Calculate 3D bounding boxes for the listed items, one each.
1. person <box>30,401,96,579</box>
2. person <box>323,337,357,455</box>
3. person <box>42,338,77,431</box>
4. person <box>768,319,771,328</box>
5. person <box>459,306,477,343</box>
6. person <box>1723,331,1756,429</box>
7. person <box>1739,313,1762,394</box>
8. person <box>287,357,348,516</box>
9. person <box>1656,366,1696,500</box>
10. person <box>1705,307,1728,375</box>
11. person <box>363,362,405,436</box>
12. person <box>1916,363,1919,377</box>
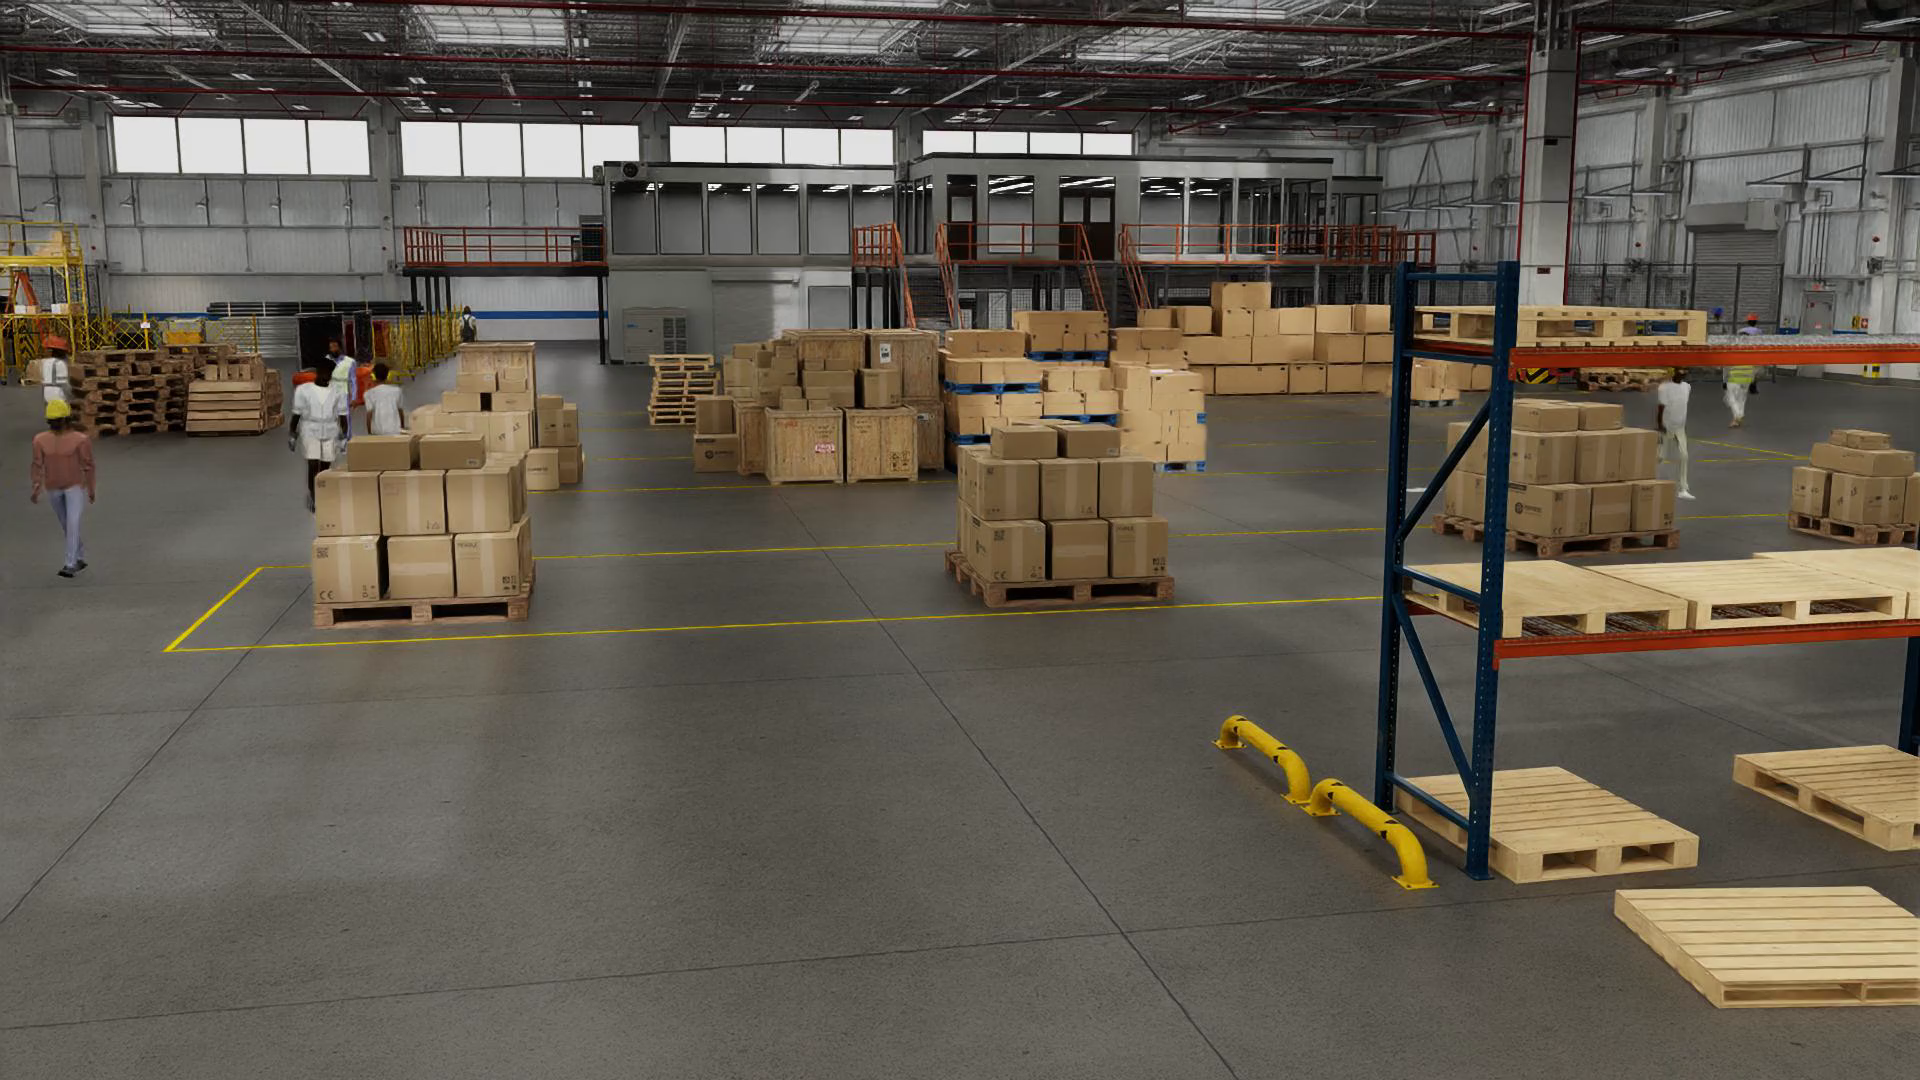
[{"bbox_3d":[-8.706,-0.491,16.143,0.525,1.717,0.920,-1,9,-7],"label":"person"},{"bbox_3d":[-9.934,-2.277,26.509,0.619,1.892,0.735,0,9,-3],"label":"person"},{"bbox_3d":[-13.968,-2.173,25.840,0.843,1.908,0.458,7,12,37],"label":"person"},{"bbox_3d":[-6.804,-7.789,60.169,0.325,1.865,0.516,4,10,25],"label":"person"},{"bbox_3d":[-14.801,-6.123,50.094,0.508,1.847,0.345,0,9,-2],"label":"person"},{"bbox_3d":[14.422,-2.937,30.732,0.628,1.832,0.564,-1,9,-5],"label":"person"},{"bbox_3d":[18.706,-4.398,39.364,0.551,1.905,0.792,8,12,40],"label":"person"},{"bbox_3d":[-7.743,-1.246,20.136,0.692,1.914,0.856,-6,11,-32],"label":"person"},{"bbox_3d":[9.318,-1.479,21.818,0.520,1.834,0.951,-3,10,-15],"label":"person"},{"bbox_3d":[21.189,-5.564,46.557,0.607,1.894,1.016,-3,10,-17],"label":"person"},{"bbox_3d":[-7.201,-1.317,20.896,0.519,1.828,0.985,-5,11,-28],"label":"person"},{"bbox_3d":[20.244,-3.561,34.578,0.646,1.816,0.523,3,10,16],"label":"person"}]
